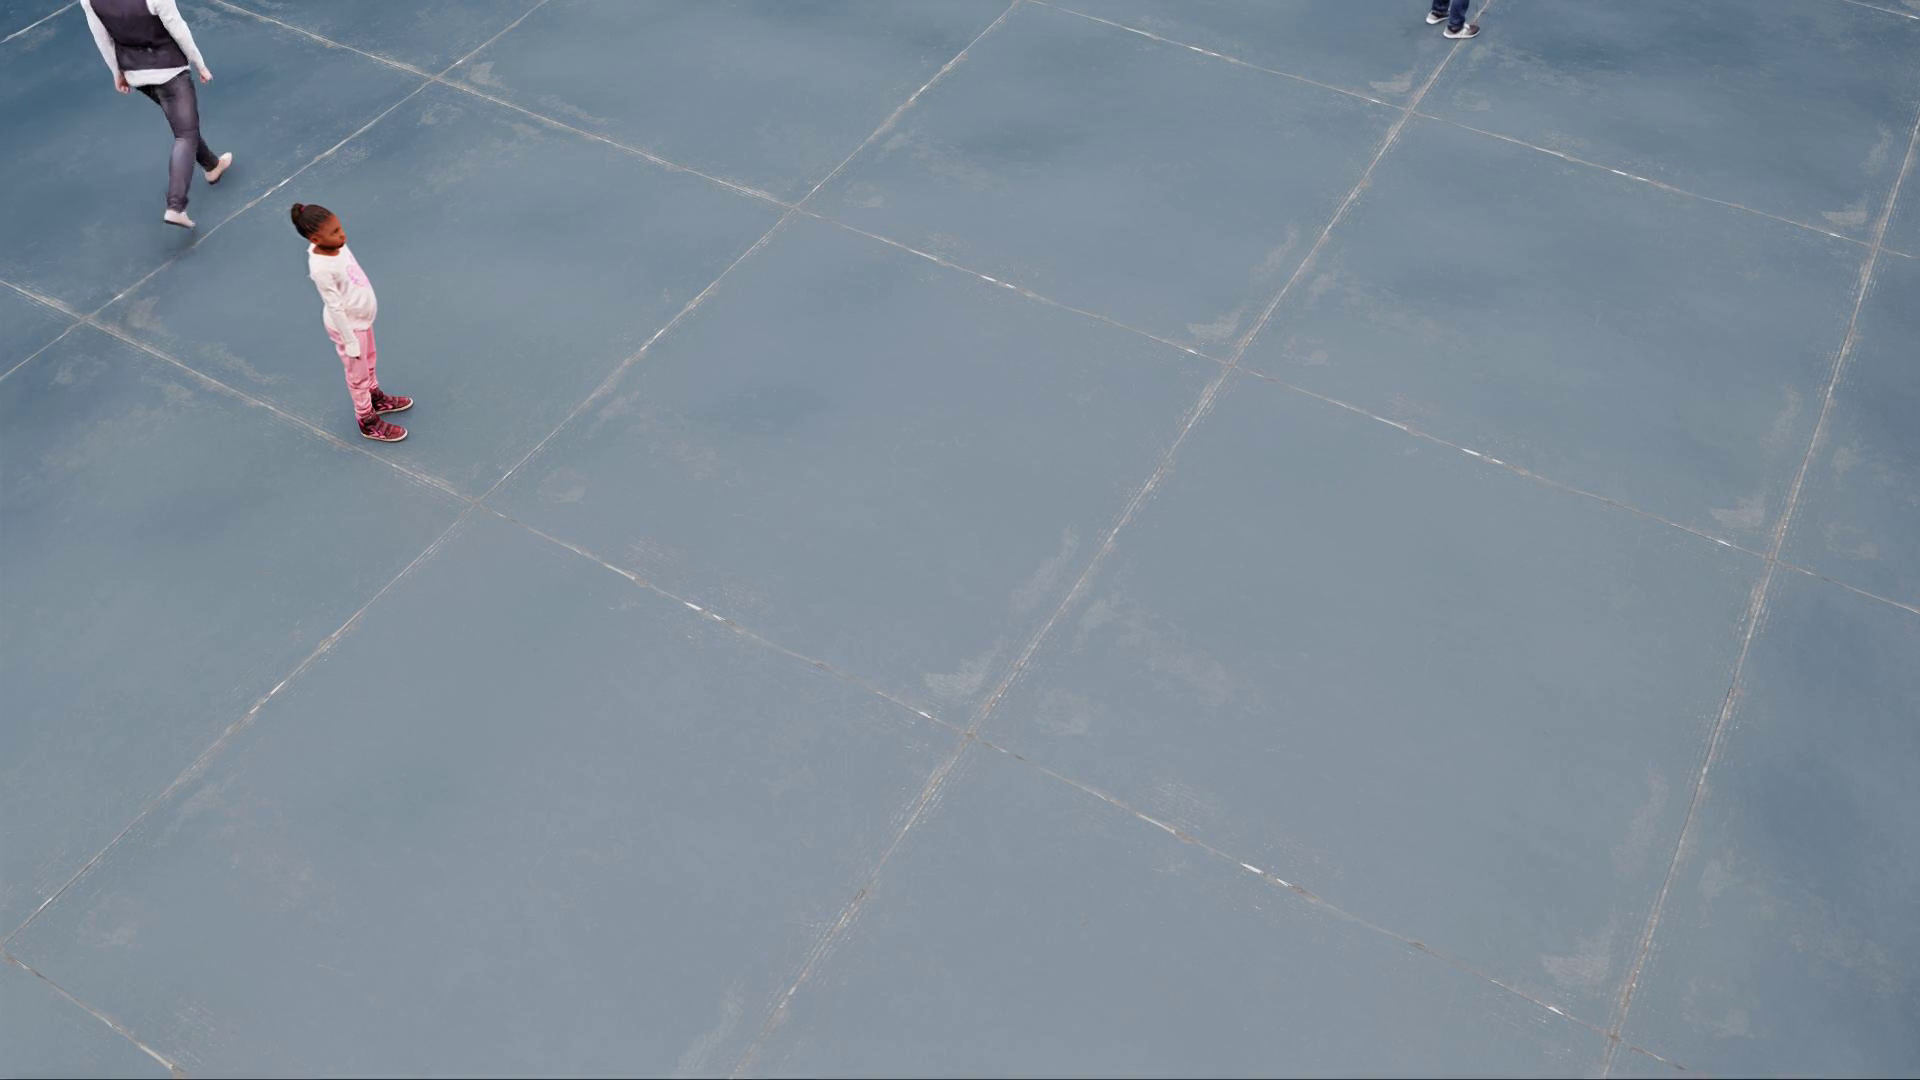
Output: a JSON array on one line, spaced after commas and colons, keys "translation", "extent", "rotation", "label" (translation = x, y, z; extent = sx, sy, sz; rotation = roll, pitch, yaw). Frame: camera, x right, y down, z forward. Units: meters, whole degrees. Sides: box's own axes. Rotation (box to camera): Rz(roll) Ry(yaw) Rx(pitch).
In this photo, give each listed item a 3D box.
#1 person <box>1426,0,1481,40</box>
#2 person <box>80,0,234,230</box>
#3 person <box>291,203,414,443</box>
[{"translation": [3.522, -4.238, 11.425], "extent": [0.678, 1.557, 0.609], "rotation": [-15, 49, -13], "label": "person"}, {"translation": [-4.750, -2.685, 9.833], "extent": [1.261, 1.786, 1.097], "rotation": [4, 47, 4], "label": "person"}, {"translation": [-3.182, -1.153, 8.649], "extent": [0.652, 1.445, 0.624], "rotation": [-4, 47, -4], "label": "person"}]
